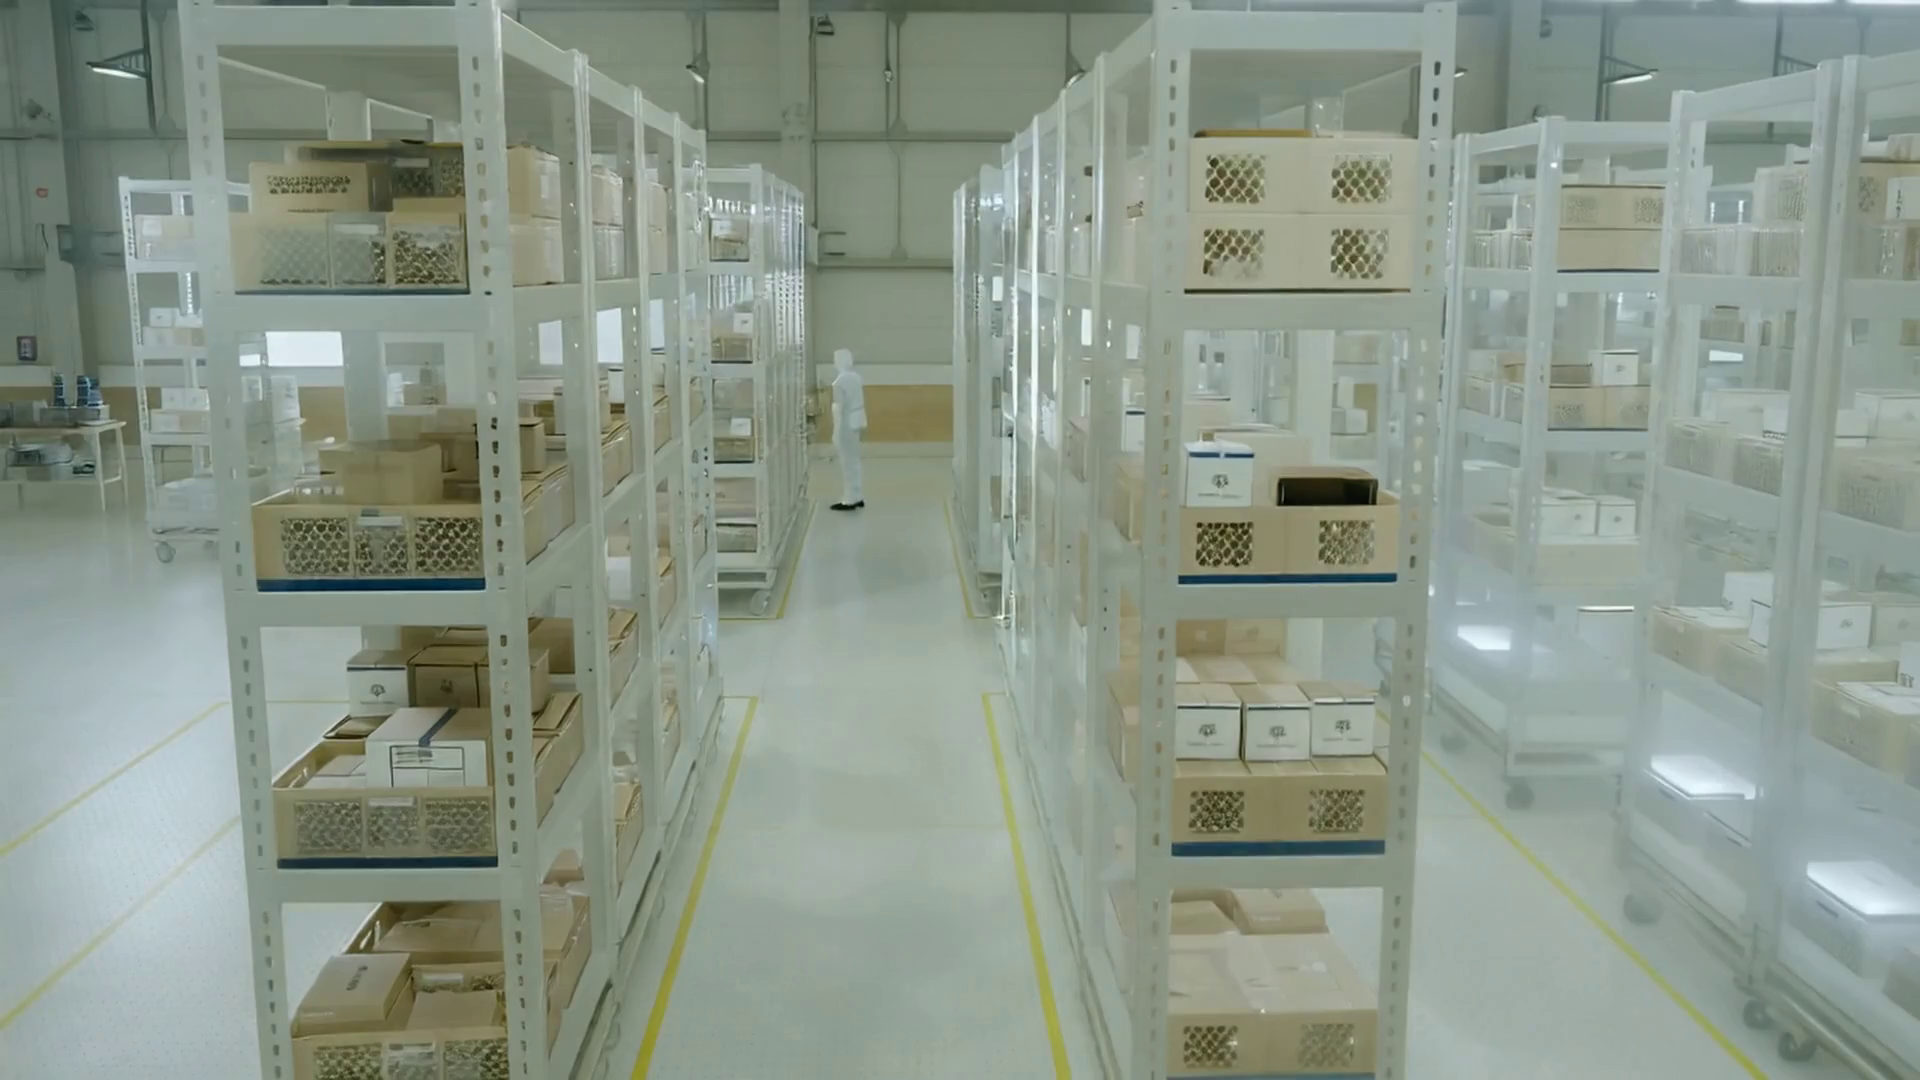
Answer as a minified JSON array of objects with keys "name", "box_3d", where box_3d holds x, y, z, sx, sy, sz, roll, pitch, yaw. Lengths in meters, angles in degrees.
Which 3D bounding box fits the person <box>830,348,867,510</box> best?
[{"name":"person","box_3d":[-1.262,-1.258,18.941,0.389,1.837,0.560,4,11,21]}]
